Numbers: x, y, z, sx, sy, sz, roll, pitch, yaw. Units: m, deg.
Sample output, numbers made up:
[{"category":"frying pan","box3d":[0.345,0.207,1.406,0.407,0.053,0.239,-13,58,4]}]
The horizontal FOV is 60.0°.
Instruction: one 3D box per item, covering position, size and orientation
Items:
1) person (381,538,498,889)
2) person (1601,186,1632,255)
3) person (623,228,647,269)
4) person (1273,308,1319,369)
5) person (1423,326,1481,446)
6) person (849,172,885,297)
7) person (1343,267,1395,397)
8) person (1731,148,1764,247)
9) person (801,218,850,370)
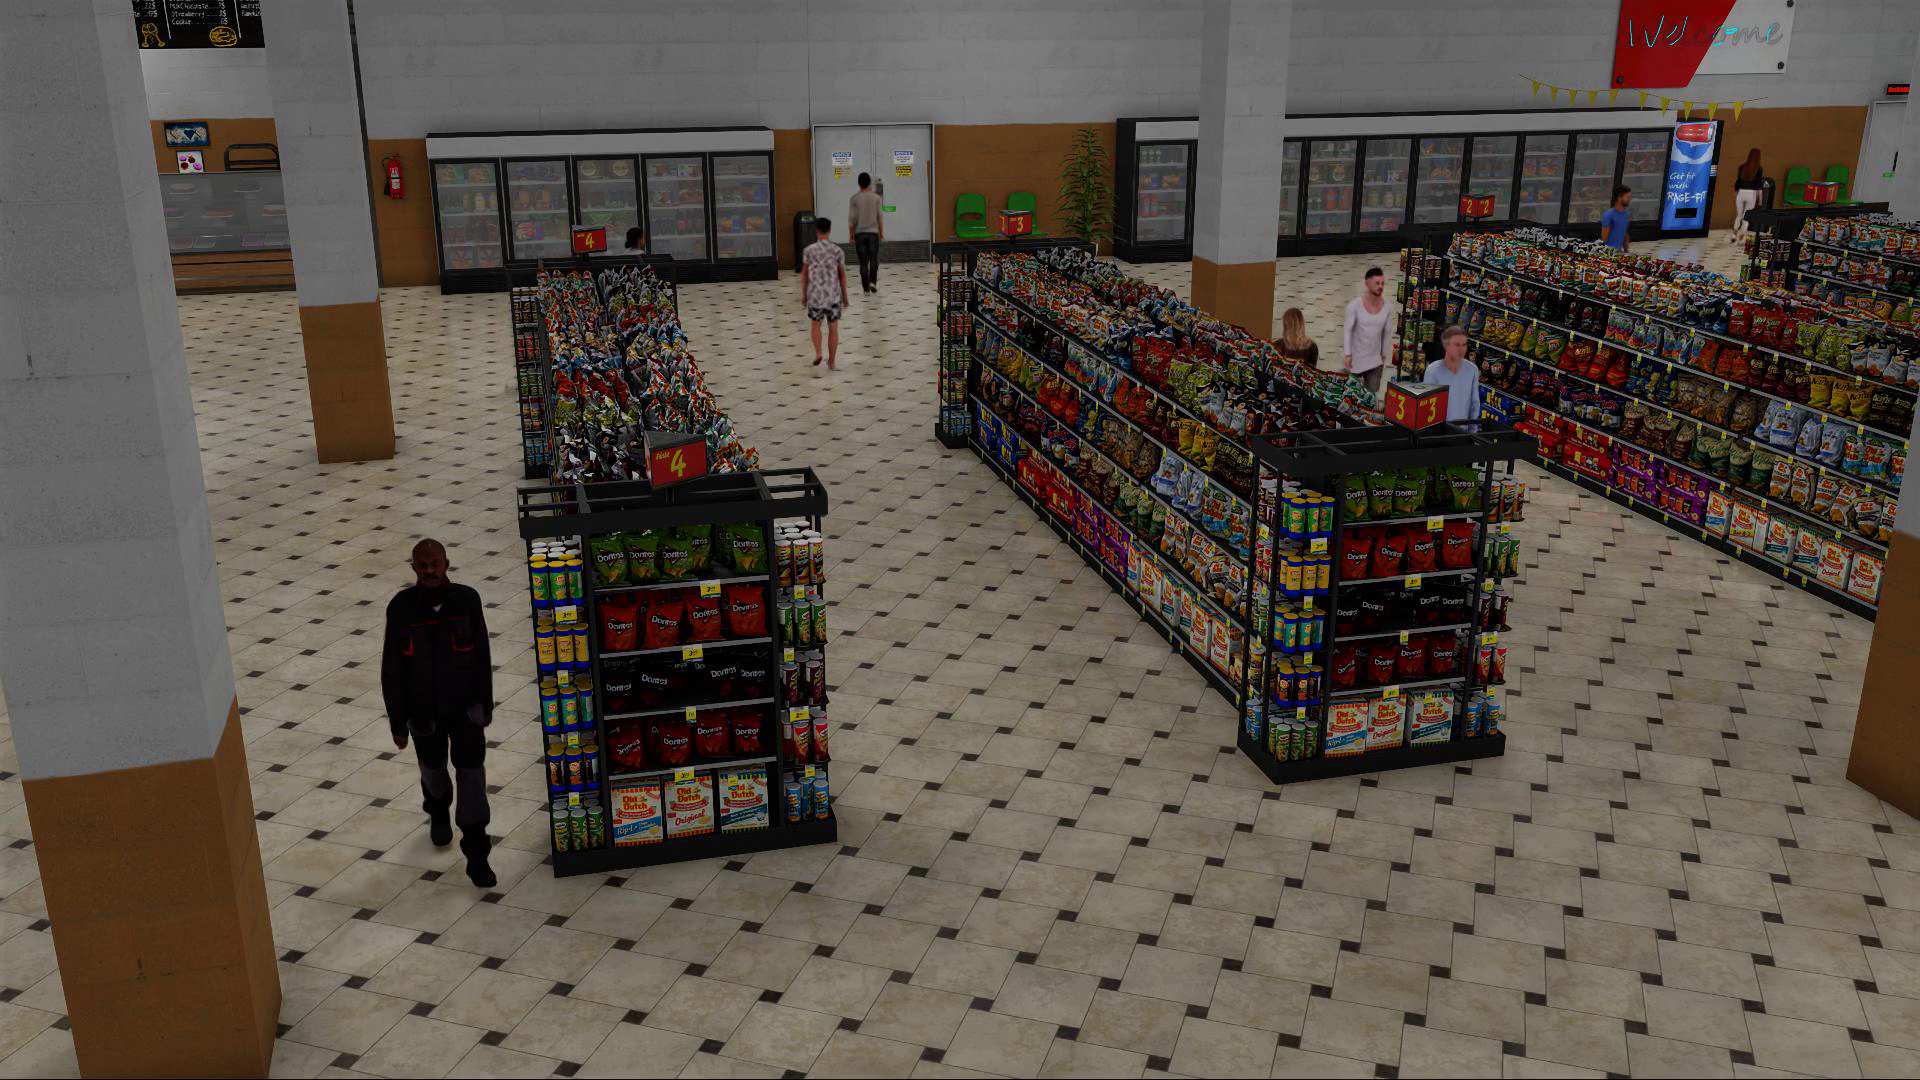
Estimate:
[{"category":"person","box3d":[-2.745,0.845,8.776,0.742,1.782,1.192,-6,20,-18]},{"category":"person","box3d":[8.822,-3.909,22.782,0.854,1.841,1.013,-14,23,-36]},{"category":"person","box3d":[-3.864,-2.817,19.752,0.996,1.708,1.118,-15,24,-38]},{"category":"person","box3d":[3.001,-1.226,15.088,0.845,1.675,0.964,5,19,13]},{"category":"person","box3d":[3.934,-0.832,13.633,0.666,1.856,1.224,-5,19,-16]},{"category":"person","box3d":[-1.367,-4.511,24.626,0.685,1.805,0.639,-3,19,-9]},{"category":"person","box3d":[4.010,-1.821,16.679,0.850,1.785,1.208,-1,19,-2]},{"category":"person","box3d":[13.837,-6.033,29.314,0.755,1.693,0.641,-15,24,-38]},{"category":"person","box3d":[-1.623,-2.926,19.956,0.791,1.784,0.804,-2,19,-5]}]
